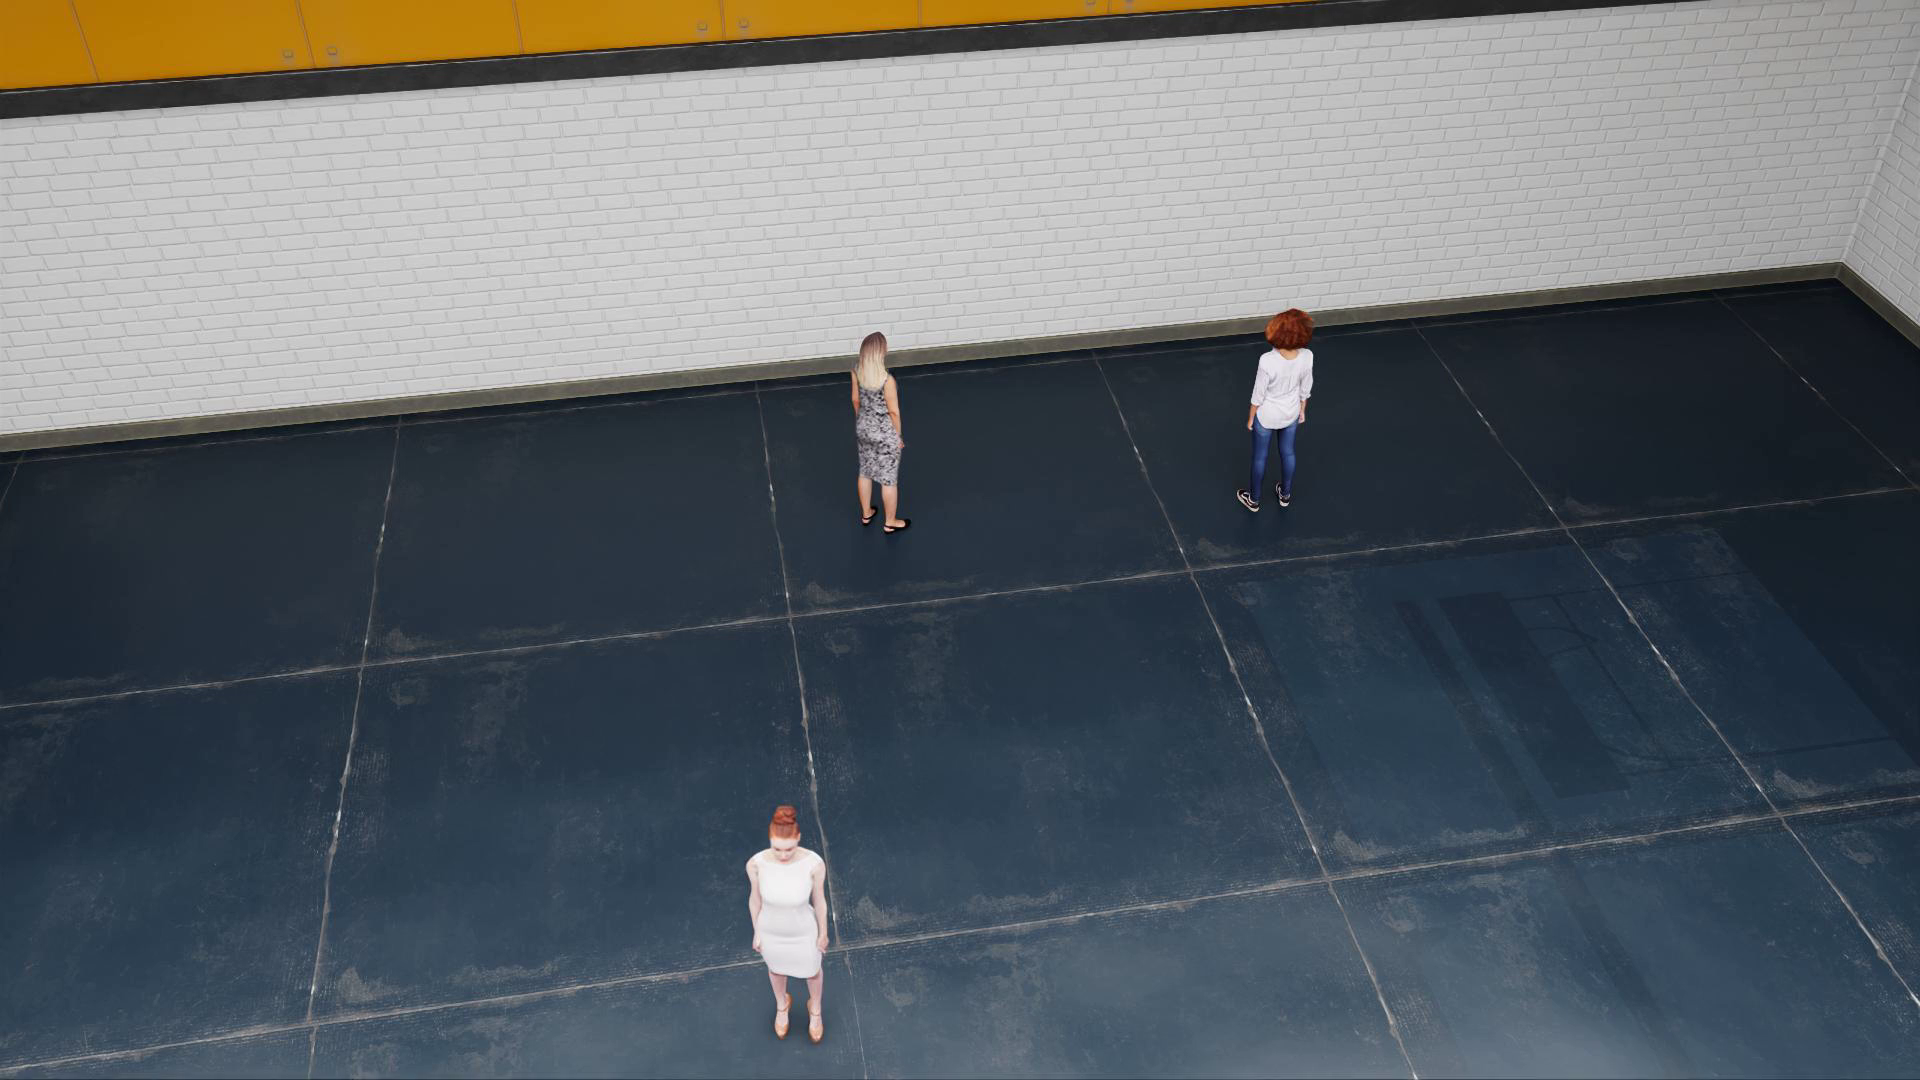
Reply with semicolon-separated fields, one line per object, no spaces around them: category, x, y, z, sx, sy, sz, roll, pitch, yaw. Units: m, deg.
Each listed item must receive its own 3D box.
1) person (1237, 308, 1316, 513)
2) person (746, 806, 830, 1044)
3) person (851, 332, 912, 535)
person;2.410;-0.979;12.590;0.644;1.712;0.600;-8;39;-10
person;-0.888;2.036;8.749;0.595;1.794;0.552;1;39;2
person;-0.621;-0.790;12.359;0.630;1.705;0.695;25;45;28
